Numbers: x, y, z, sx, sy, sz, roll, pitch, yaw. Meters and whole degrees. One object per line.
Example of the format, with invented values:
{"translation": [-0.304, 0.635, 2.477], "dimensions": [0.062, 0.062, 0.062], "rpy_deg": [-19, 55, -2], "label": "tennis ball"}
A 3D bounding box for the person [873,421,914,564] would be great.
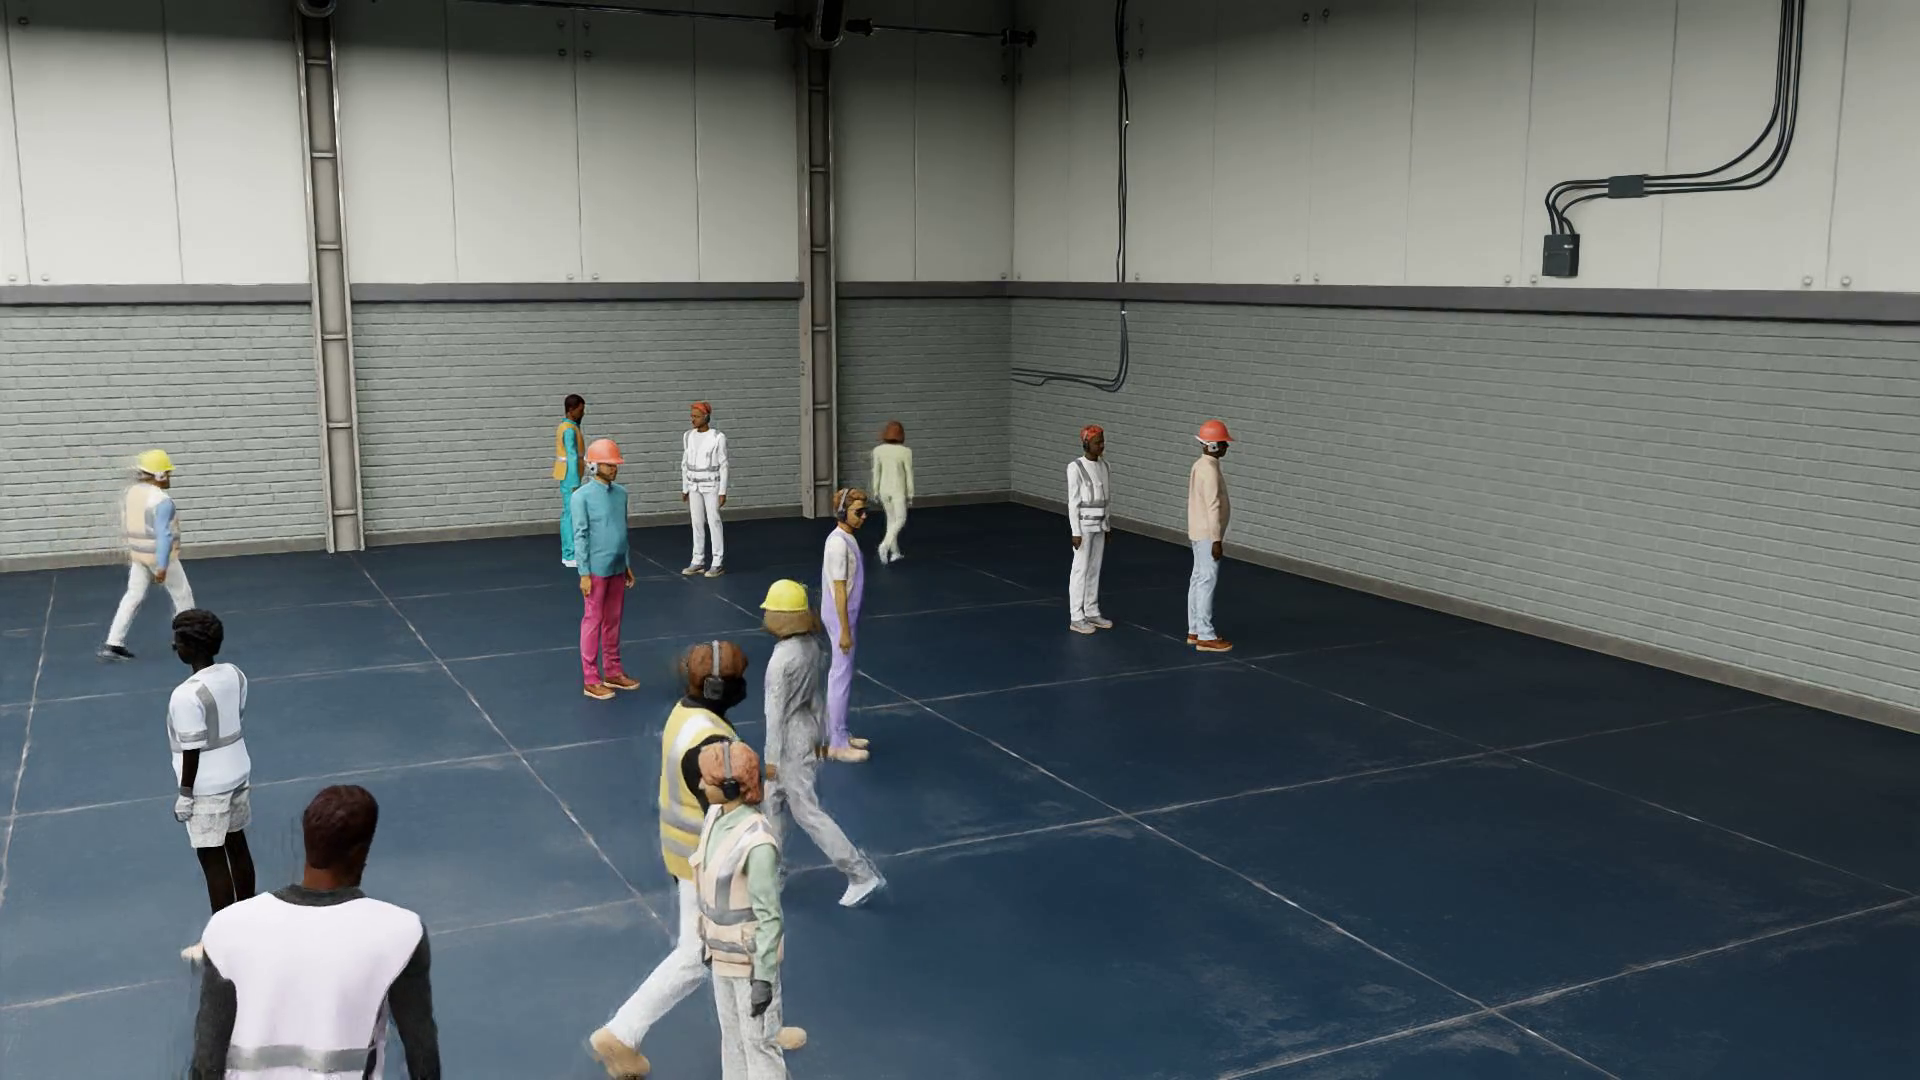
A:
{"translation": [-0.767, -0.524, 18.583], "dimensions": [0.507, 1.614, 0.665], "rpy_deg": [5, 10, 27], "label": "person"}

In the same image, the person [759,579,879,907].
{"translation": [-0.807, 1.047, 8.597], "dimensions": [0.837, 1.712, 0.495], "rpy_deg": [2, 10, 14], "label": "person"}

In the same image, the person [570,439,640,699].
{"translation": [-2.744, 0.213, 12.855], "dimensions": [0.376, 1.996, 0.612], "rpy_deg": [4, 10, 25], "label": "person"}

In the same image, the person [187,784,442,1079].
{"translation": [-1.766, 1.618, 4.615], "dimensions": [0.610, 1.854, 0.827], "rpy_deg": [-1, 9, -3], "label": "person"}

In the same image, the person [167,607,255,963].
{"translation": [-3.580, 1.158, 7.950], "dimensions": [0.318, 1.698, 0.534], "rpy_deg": [0, 9, 1], "label": "person"}

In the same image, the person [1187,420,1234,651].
{"translation": [2.167, -0.043, 14.430], "dimensions": [0.379, 1.996, 0.611], "rpy_deg": [-1, 9, -5], "label": "person"}

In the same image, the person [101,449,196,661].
{"translation": [-6.861, 0.123, 14.084], "dimensions": [0.581, 1.784, 0.961], "rpy_deg": [5, 11, 29], "label": "person"}

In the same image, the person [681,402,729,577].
{"translation": [-2.746, -0.541, 17.844], "dimensions": [0.584, 1.882, 0.339], "rpy_deg": [5, 11, 30], "label": "person"}

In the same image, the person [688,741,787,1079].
{"translation": [-0.787, 1.509, 5.973], "dimensions": [0.314, 1.636, 0.514], "rpy_deg": [-5, 11, -29], "label": "person"}

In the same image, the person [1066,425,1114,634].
{"translation": [1.193, -0.103, 15.152], "dimensions": [0.356, 1.883, 0.574], "rpy_deg": [7, 12, 37], "label": "person"}

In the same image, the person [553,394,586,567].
{"translation": [-4.323, -0.661, 18.496], "dimensions": [0.390, 1.914, 0.587], "rpy_deg": [-3, 10, -19], "label": "person"}

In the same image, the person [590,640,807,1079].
{"translation": [-1.082, 1.297, 6.756], "dimensions": [0.834, 1.813, 0.622], "rpy_deg": [-2, 9, -11], "label": "person"}

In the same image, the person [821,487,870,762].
{"translation": [-0.769, 0.559, 11.191], "dimensions": [0.326, 1.841, 0.516], "rpy_deg": [0, 9, -1], "label": "person"}
